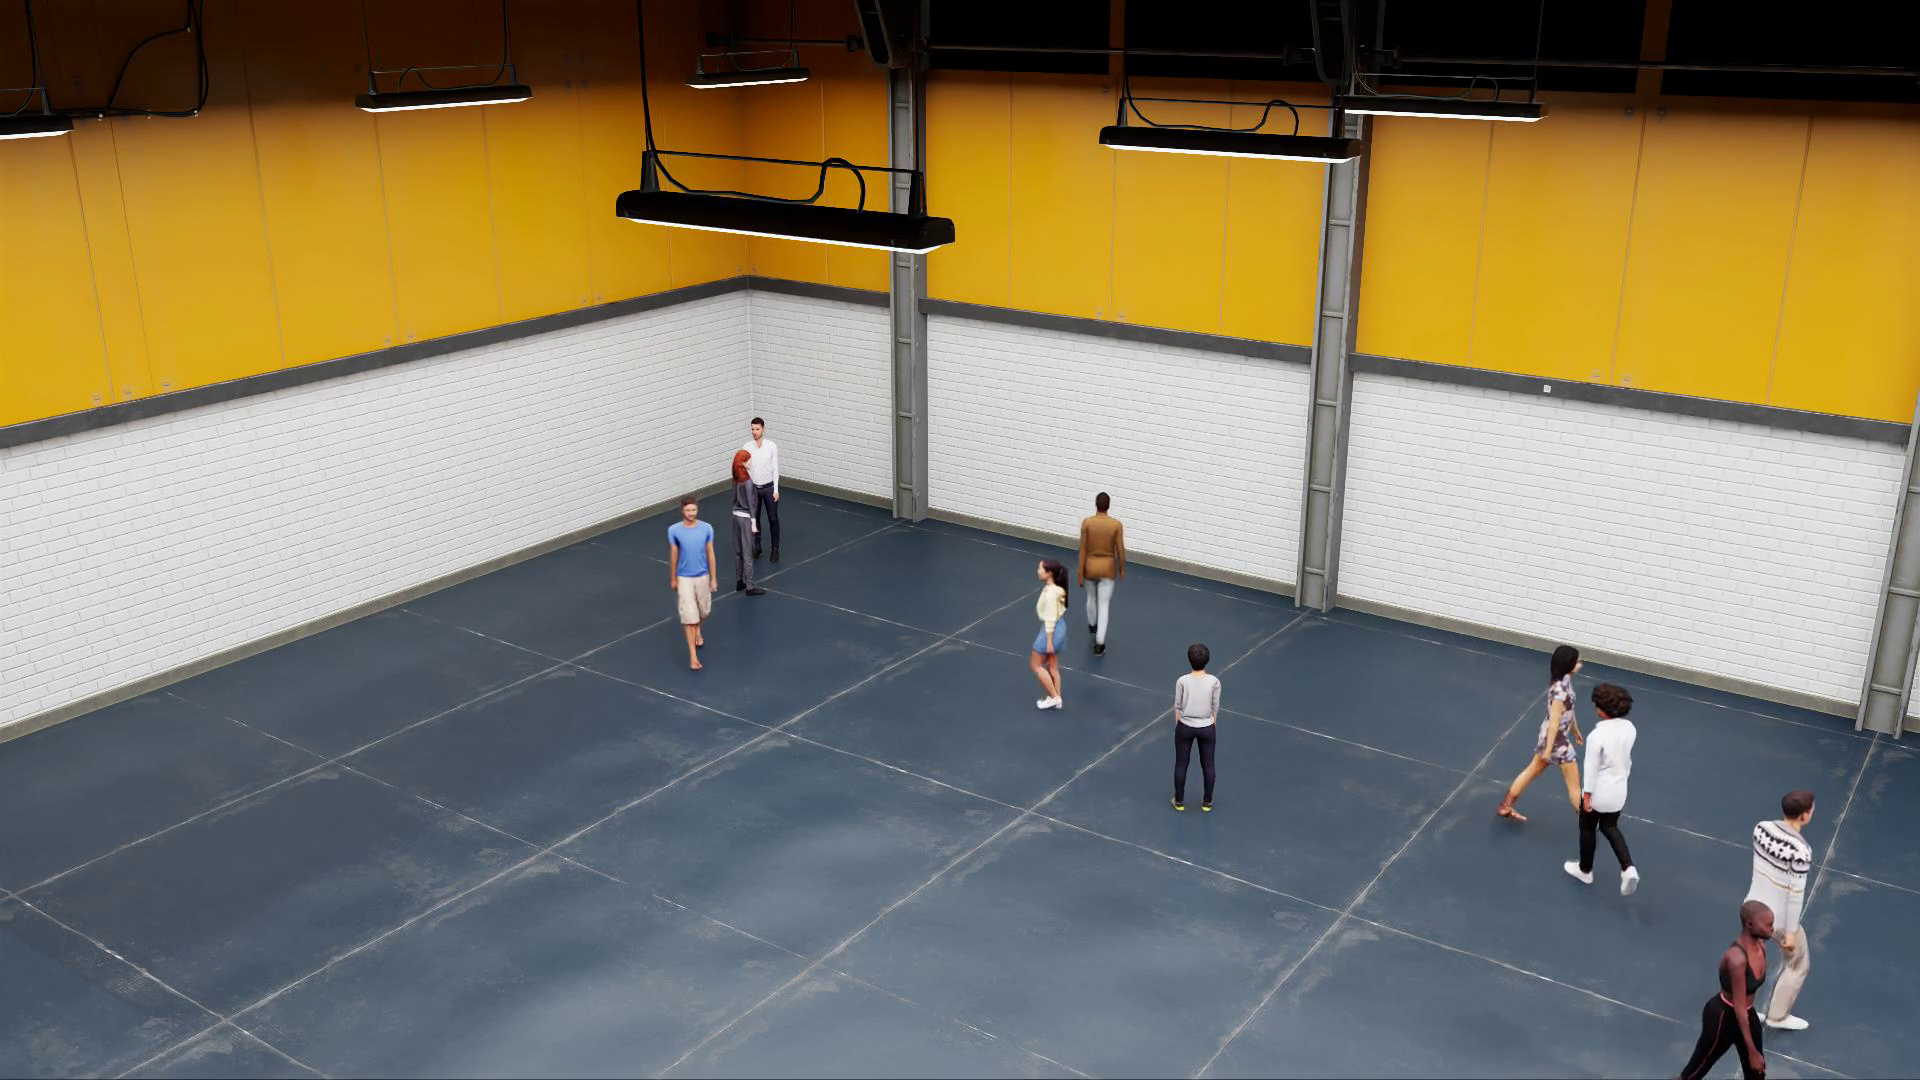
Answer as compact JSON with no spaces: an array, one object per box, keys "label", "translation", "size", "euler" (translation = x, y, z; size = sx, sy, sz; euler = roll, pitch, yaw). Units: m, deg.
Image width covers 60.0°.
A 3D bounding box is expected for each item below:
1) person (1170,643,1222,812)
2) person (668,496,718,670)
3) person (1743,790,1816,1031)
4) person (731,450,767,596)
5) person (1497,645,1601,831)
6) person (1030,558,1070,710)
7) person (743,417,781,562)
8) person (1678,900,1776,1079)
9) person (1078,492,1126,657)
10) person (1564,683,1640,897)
[{"label":"person","translation":[2.093,1.663,14.754],"size":[0.581,1.548,0.680],"euler":[1,19,2]},{"label":"person","translation":[-2.916,0.389,18.095],"size":[1.115,1.832,1.294],"euler":[-6,20,-18]},{"label":"person","translation":[5.567,2.592,11.532],"size":[0.964,1.844,0.900],"euler":[-5,19,-14]},{"label":"person","translation":[-2.587,-0.219,19.977],"size":[0.703,1.782,0.555],"euler":[-12,22,-32]},{"label":"person","translation":[5.050,1.729,14.357],"size":[1.245,1.676,0.859],"euler":[6,19,16]},{"label":"person","translation":[1.000,0.959,16.728],"size":[0.681,1.622,0.704],"euler":[6,19,16]},{"label":"person","translation":[-2.516,-0.664,21.176],"size":[0.672,1.860,0.773],"euler":[2,19,7]},{"label":"person","translation":[4.740,3.013,10.471],"size":[0.763,1.724,1.132],"euler":[-15,24,-37]},{"label":"person","translation":[1.526,0.393,18.157],"size":[1.130,1.784,1.000],"euler":[3,19,9]},{"label":"person","translation":[5.231,2.021,13.314],"size":[0.959,1.788,1.081],"euler":[-7,20,-20]}]
